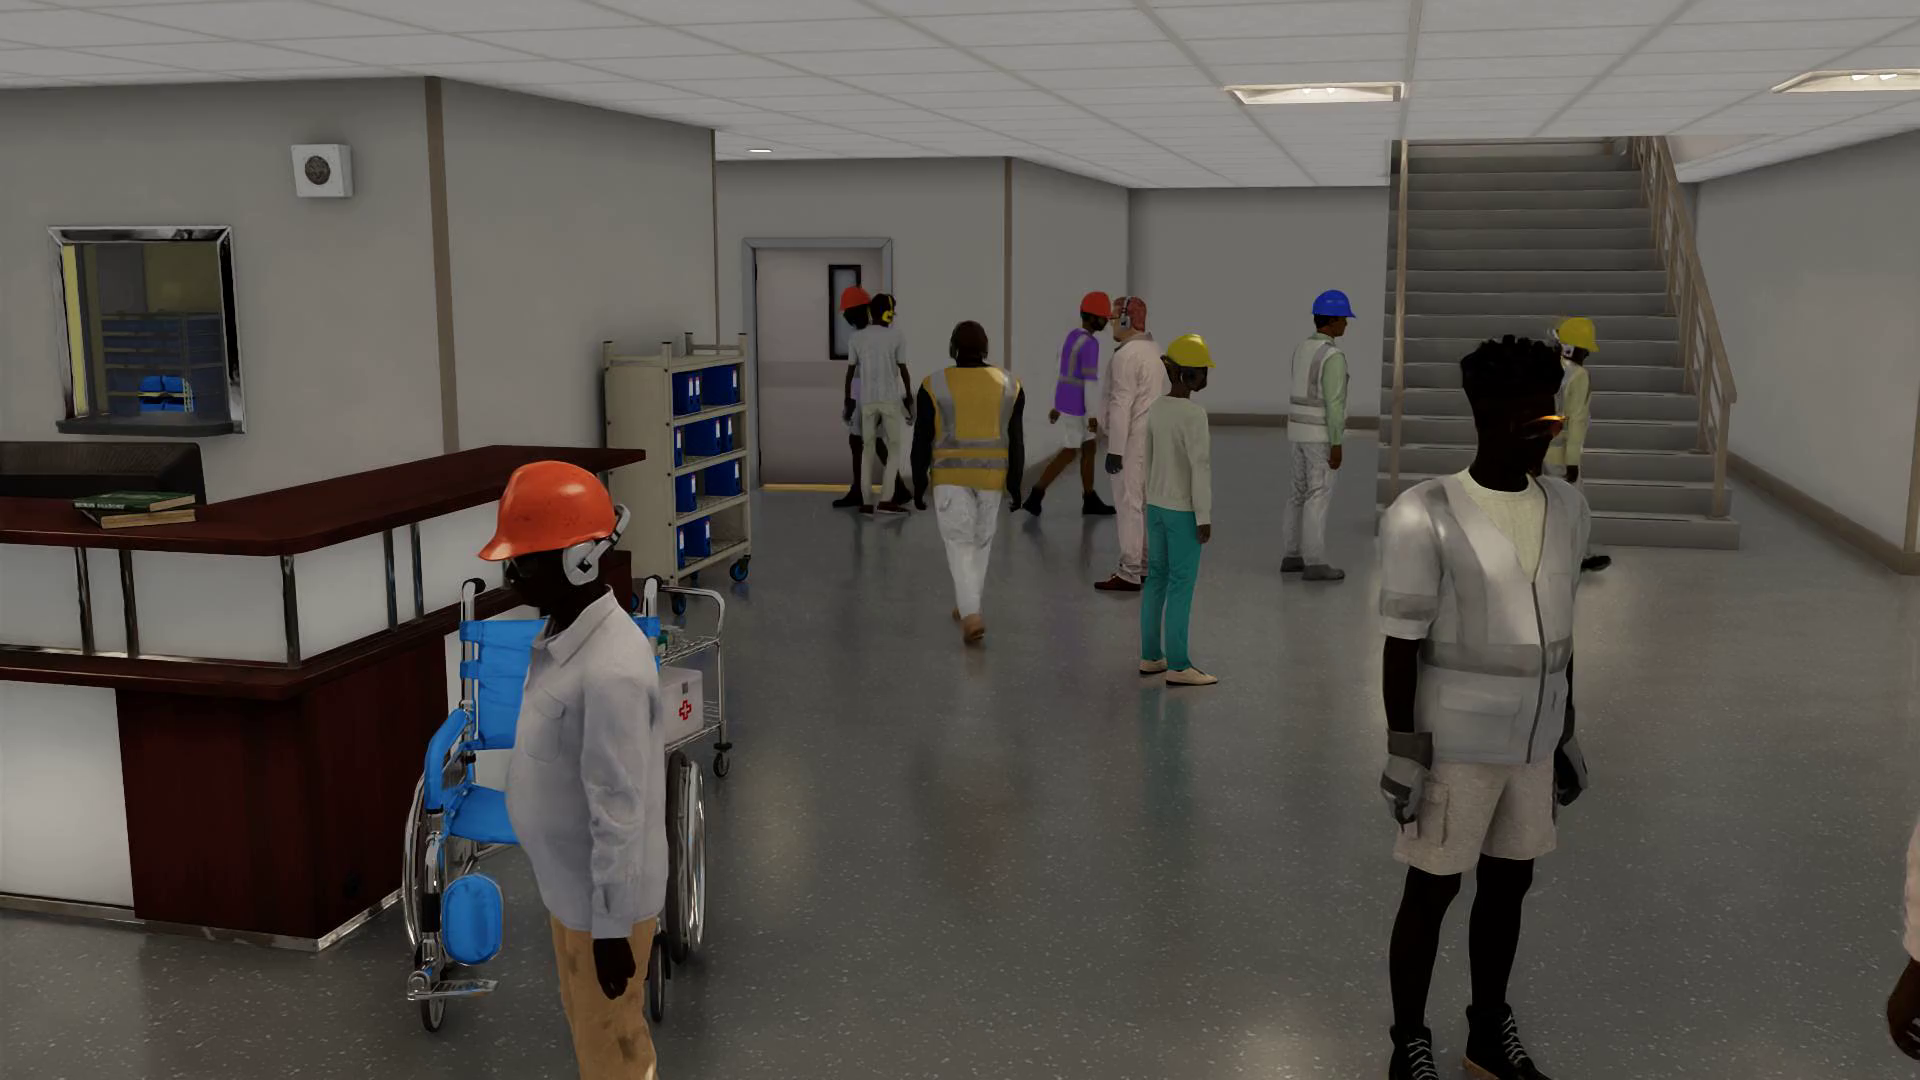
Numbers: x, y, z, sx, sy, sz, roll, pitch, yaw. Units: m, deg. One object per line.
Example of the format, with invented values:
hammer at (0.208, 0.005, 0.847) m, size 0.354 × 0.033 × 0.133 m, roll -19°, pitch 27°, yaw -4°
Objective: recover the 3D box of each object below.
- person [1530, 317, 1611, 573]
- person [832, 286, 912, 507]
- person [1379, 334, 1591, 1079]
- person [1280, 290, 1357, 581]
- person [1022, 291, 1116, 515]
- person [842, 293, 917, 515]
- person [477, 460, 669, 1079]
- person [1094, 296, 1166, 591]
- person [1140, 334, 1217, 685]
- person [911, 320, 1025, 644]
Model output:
person at (3.983, -0.611, 11.160) m, size 0.953 × 1.759 × 0.617 m, roll -4°, pitch 11°, yaw -25°
person at (-0.763, -1.207, 14.264) m, size 0.555 × 1.947 × 0.564 m, roll -4°, pitch 11°, yaw -24°
person at (1.302, 0.477, 4.118) m, size 0.613 × 1.964 × 0.361 m, roll -4°, pitch 11°, yaw -24°
person at (2.416, -0.697, 11.142) m, size 0.422 × 1.938 × 0.600 m, roll -2°, pitch 10°, yaw -14°
person at (0.888, -1.113, 13.762) m, size 0.820 × 1.887 × 0.551 m, roll -1°, pitch 10°, yaw -5°
person at (-0.682, -1.122, 13.886) m, size 0.639 × 1.852 × 0.431 m, roll 3°, pitch 10°, yaw 15°
person at (-0.795, 0.698, 3.472) m, size 0.352 × 1.743 × 0.564 m, roll -4°, pitch 10°, yaw -23°
person at (1.099, -0.623, 10.811) m, size 0.399 × 1.901 × 0.646 m, roll 4°, pitch 11°, yaw 24°
person at (1.122, -0.154, 8.425) m, size 0.326 × 1.767 × 0.533 m, roll -4°, pitch 10°, yaw -23°
person at (0.054, -0.339, 9.414) m, size 0.634 × 1.808 × 0.930 m, roll -2°, pitch 10°, yaw -14°
